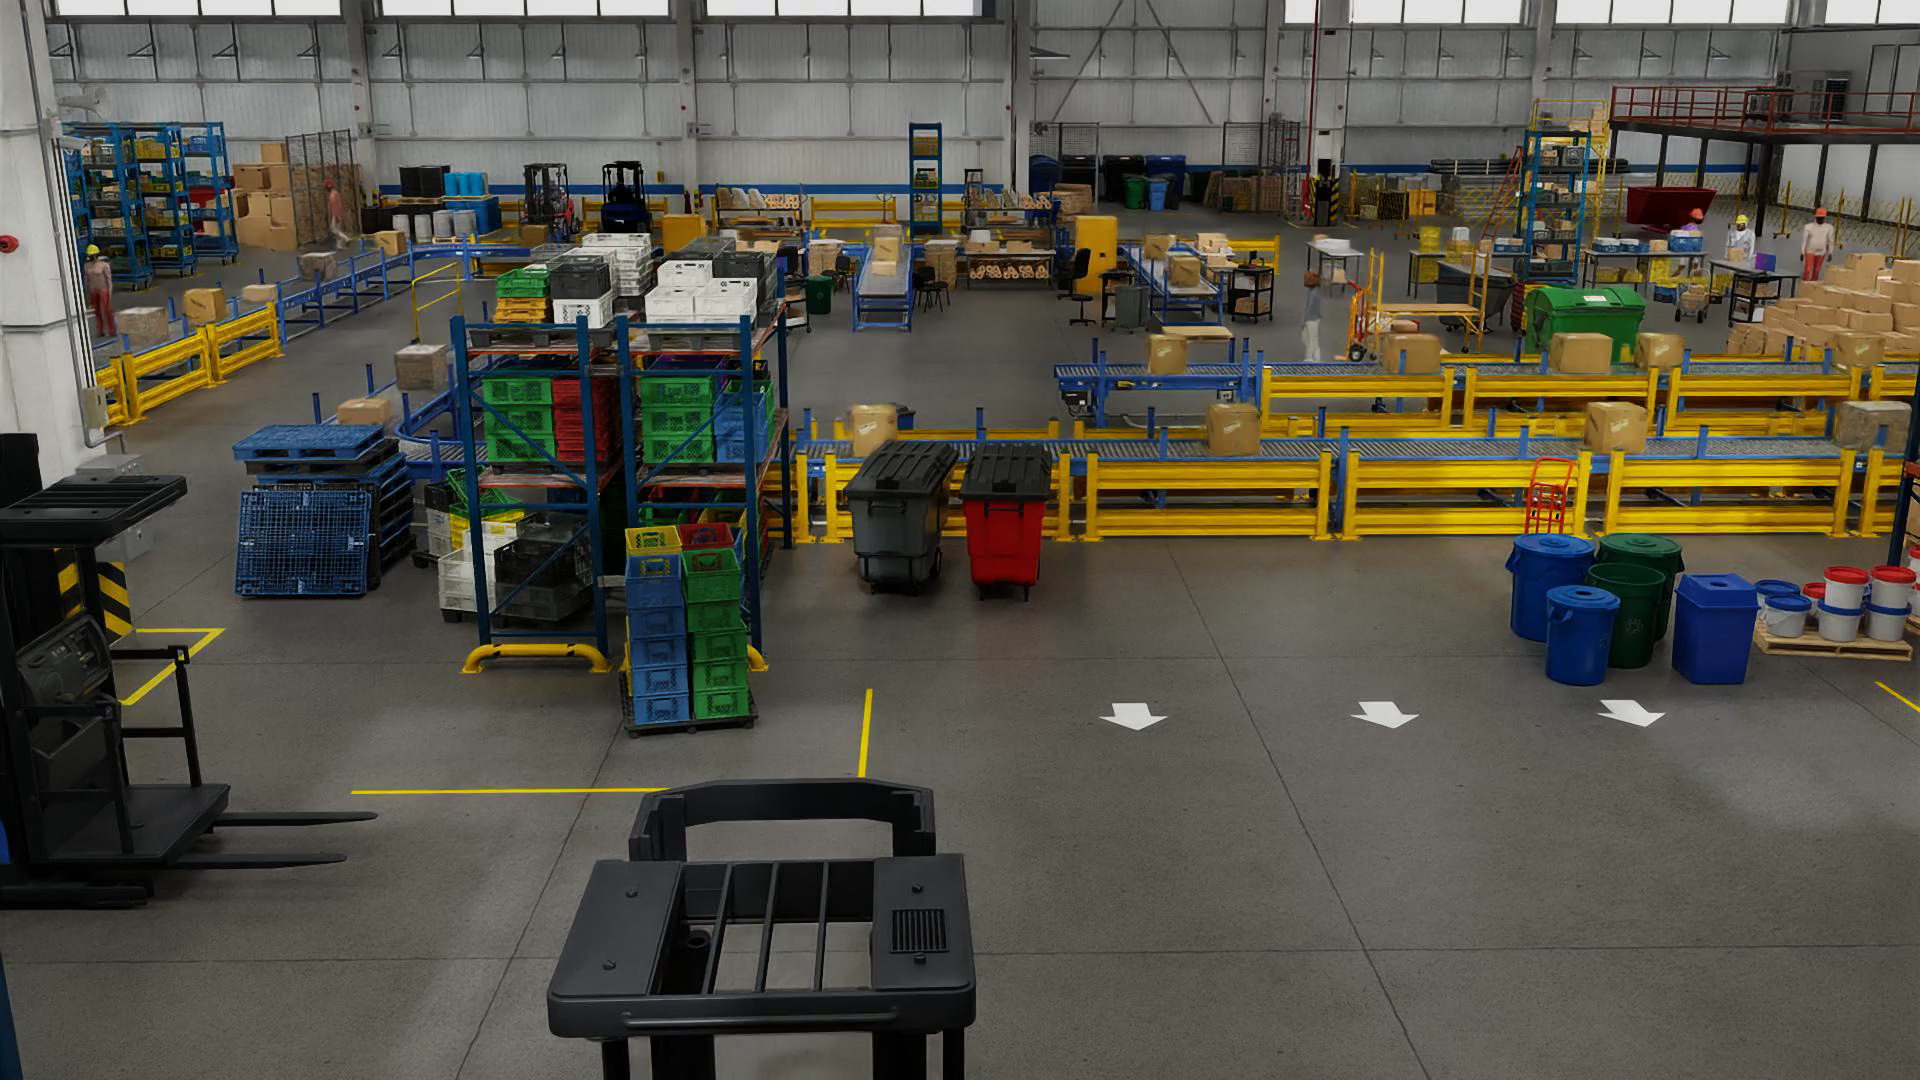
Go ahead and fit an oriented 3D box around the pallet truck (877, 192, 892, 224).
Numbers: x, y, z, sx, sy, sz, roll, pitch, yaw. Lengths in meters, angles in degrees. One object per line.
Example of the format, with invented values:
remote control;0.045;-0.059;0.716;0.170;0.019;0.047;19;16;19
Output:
pallet truck;-2.277;-9.986;50.594;0.653;1.274;1.630;0;16;-1

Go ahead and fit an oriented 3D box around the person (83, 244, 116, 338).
person;-16.241;-4.686;31.352;0.533;1.765;0.331;1;16;5

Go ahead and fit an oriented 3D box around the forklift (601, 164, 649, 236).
forklift;-9.948;-10.127;49.296;1.157;1.987;2.680;-1;16;-3

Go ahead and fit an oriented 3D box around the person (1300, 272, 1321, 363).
person;5.962;-3.744;28.338;0.508;1.613;0.518;6;17;19

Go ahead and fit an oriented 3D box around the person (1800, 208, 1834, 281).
person;18.894;-6.308;36.643;0.617;1.963;0.871;4;17;13

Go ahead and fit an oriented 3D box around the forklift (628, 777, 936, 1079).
forklift;-0.542;2.165;5.552;1.129;2.768;1.873;-1;16;-2

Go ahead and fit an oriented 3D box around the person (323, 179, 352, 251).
person;-17.151;-8.941;45.771;0.561;1.972;0.644;-3;16;-9

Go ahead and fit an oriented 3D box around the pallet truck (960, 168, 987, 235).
pallet truck;0.383;-10.230;50.206;0.823;1.965;1.885;-1;16;-3

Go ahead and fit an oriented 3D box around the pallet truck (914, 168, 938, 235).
pallet truck;-0.989;-10.316;50.507;0.823;1.965;1.885;1;16;3

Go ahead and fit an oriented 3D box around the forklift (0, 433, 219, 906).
forklift;-5.952;0.780;10.366;1.873;2.768;1.129;0;16;-1

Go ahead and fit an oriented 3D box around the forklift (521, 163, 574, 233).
forklift;-12.233;-10.122;49.298;1.157;1.987;2.680;0;16;-1

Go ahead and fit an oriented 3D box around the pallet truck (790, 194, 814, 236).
pallet truck;-4.814;-9.883;50.259;0.704;1.261;1.522;-1;16;-3

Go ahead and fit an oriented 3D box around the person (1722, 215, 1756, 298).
person;17.117;-6.228;36.588;0.596;1.831;0.403;15;22;41

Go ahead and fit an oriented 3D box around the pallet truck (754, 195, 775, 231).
pallet truck;-6.051;-9.967;50.660;0.680;1.201;1.601;0;16;-1

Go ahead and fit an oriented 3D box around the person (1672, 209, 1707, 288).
person;16.624;-6.588;37.792;0.969;1.864;0.600;11;19;32
